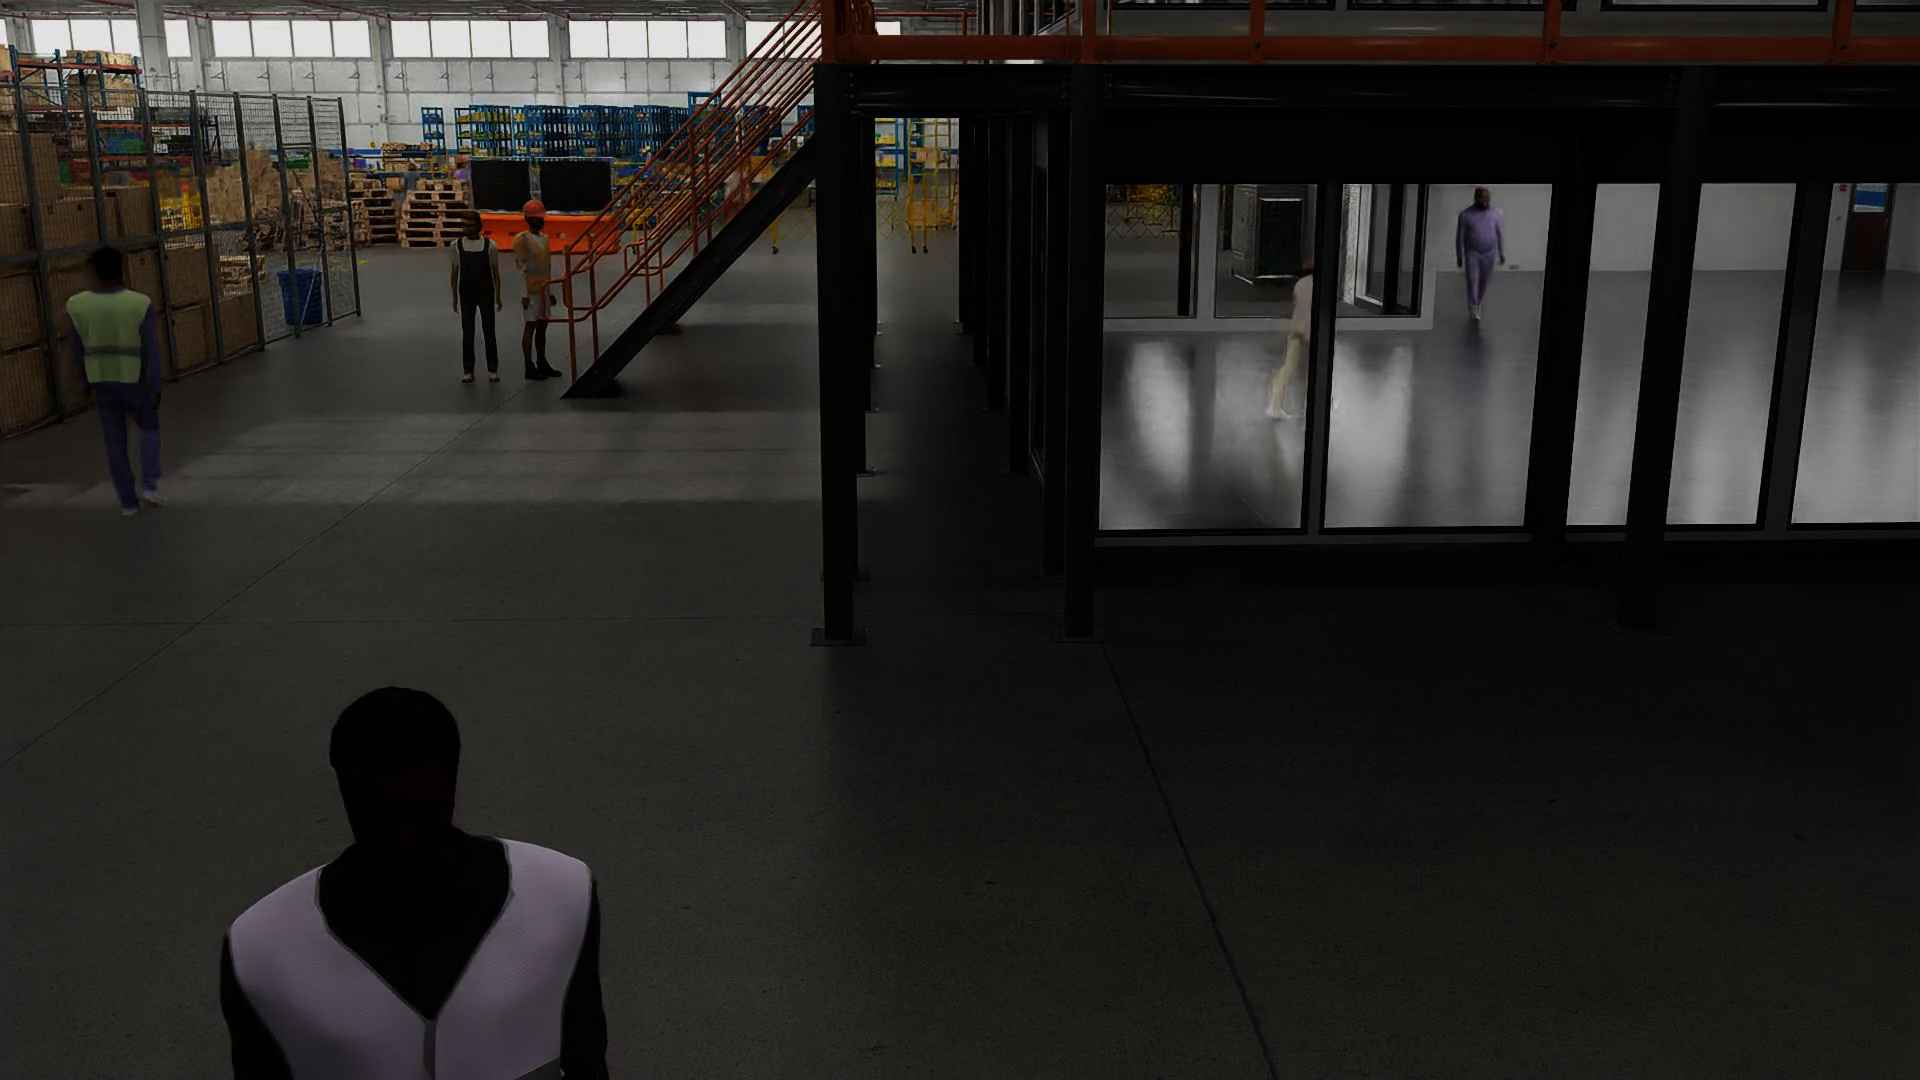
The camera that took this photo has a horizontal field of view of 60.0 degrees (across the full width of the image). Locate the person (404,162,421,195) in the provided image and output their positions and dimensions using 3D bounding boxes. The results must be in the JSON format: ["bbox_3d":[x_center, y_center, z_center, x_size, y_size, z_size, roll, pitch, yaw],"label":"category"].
[{"bbox_3d":[-16.379,-10.486,49.784,0.525,1.620,0.412,-3,14,-11],"label":"person"}]

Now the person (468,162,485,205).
[{"bbox_3d":[-11.904,-8.391,41.018,0.430,1.820,0.593,-6,15,-22],"label":"person"}]

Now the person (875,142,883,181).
[{"bbox_3d":[-3.609,-15.932,70.834,0.609,1.975,1.004,-3,14,-13],"label":"person"}]

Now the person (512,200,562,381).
[{"bbox_3d":[-4.593,-2.717,18.101,0.361,1.939,0.542,5,15,21],"label":"person"}]

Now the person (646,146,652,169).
[{"bbox_3d":[-13.959,-16.798,74.741,0.329,1.763,0.523,-2,14,-9],"label":"person"}]

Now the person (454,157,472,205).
[{"bbox_3d":[-13.025,-9.046,43.504,0.956,1.886,0.559,13,19,41],"label":"person"}]

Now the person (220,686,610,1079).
[{"bbox_3d":[-0.865,1.137,2.771,0.584,1.911,0.392,-6,15,-23],"label":"person"}]

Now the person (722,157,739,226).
[{"bbox_3d":[-5.451,-8.293,40.341,0.912,1.971,0.621,3,14,13],"label":"person"}]

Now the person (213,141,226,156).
[{"bbox_3d":[-37.632,-19.352,84.571,0.649,1.939,1.005,-8,16,-28],"label":"person"}]

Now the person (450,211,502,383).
[{"bbox_3d":[-5.192,-2.609,17.875,0.517,1.837,0.336,-4,14,-14],"label":"person"}]

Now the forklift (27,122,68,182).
[{"bbox_3d":[-35.376,-14.773,64.377,1.129,2.768,1.873,-1,14,-2],"label":"forklift"}]

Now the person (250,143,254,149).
[{"bbox_3d":[-38.591,-20.798,90.758,0.486,1.741,0.563,6,15,24],"label":"person"}]

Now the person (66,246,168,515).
[{"bbox_3d":[-5.966,-1.131,11.843,0.594,1.898,0.524,-3,14,-12],"label":"person"}]
